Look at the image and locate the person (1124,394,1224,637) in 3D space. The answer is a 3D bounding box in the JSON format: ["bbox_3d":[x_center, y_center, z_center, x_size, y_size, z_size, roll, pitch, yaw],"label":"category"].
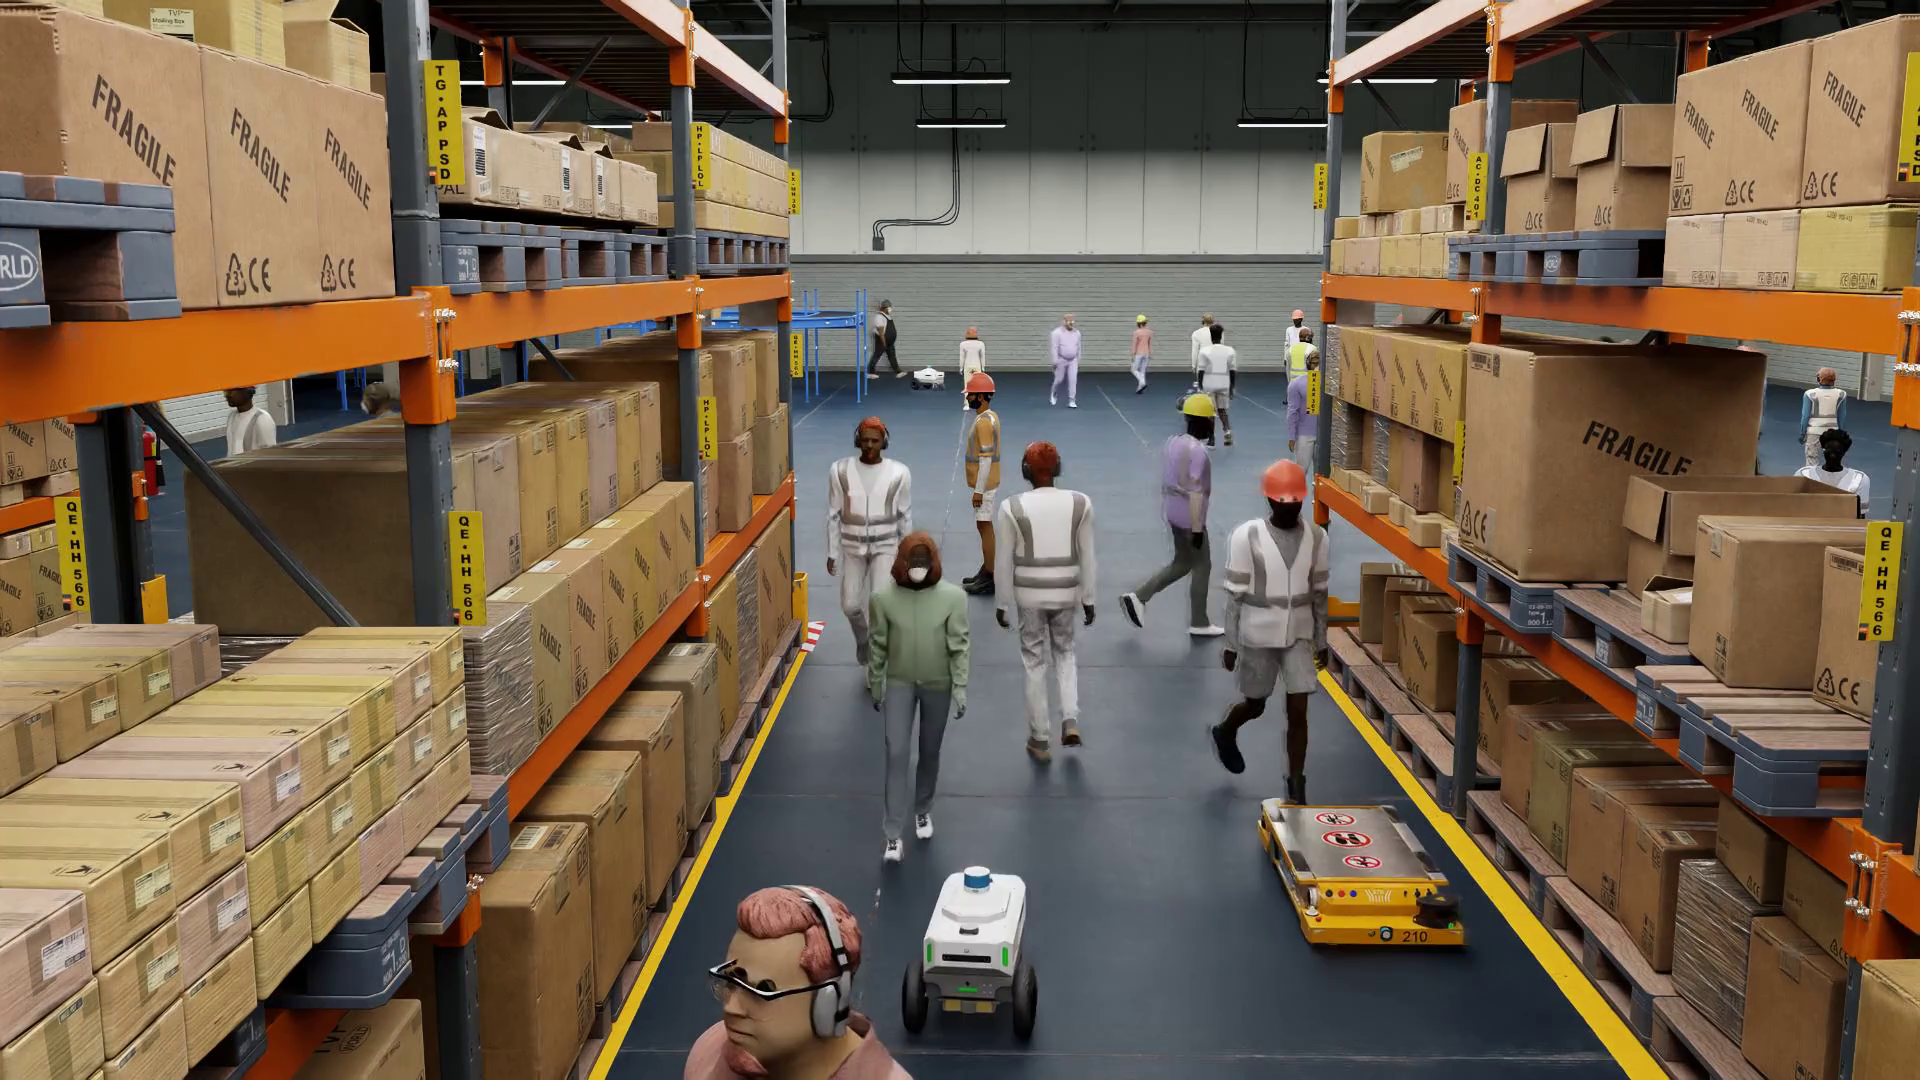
[{"bbox_3d":[1.698,-0.183,12.873,0.724,1.903,0.591,-2,10,-12],"label":"person"}]

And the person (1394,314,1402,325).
[{"bbox_3d":[8.045,-3.099,30.090,0.492,1.977,0.650,7,12,37],"label":"person"}]

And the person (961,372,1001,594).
[{"bbox_3d":[0.182,-0.508,14.697,0.355,1.938,0.545,0,9,3],"label":"person"}]

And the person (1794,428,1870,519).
[{"bbox_3d":[6.380,0.017,12.268,0.534,1.698,0.318,5,11,30],"label":"person"}]

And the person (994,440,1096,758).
[{"bbox_3d":[0.495,0.345,9.781,0.596,1.870,0.401,-2,10,-13],"label":"person"}]

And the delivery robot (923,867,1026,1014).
[{"bbox_3d":[0.066,1.523,6.510,0.477,0.478,0.707,1,10,7],"label":"delivery robot"}]

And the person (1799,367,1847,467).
[{"bbox_3d":[10.464,-1.276,20.189,0.519,1.640,0.307,1,10,5],"label":"person"}]

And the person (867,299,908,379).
[{"bbox_3d":[-1.872,-5.030,41.605,1.036,2.000,0.701,3,10,20],"label":"person"}]

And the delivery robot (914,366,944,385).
[{"bbox_3d":[-0.710,-3.757,38.138,0.707,0.478,0.477,8,13,40],"label":"delivery robot"}]

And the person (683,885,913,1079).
[{"bbox_3d":[-0.287,1.494,2.786,0.642,1.913,0.408,8,13,41],"label":"person"}]

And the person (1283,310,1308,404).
[{"bbox_3d":[6.903,-3.749,34.109,0.545,1.938,0.357,6,11,31],"label":"person"}]

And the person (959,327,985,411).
[{"bbox_3d":[0.236,-3.362,32.710,0.514,1.629,0.295,-1,10,-6],"label":"person"}]

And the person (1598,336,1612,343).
[{"bbox_3d":[10.696,-2.555,27.710,0.547,1.676,0.549,0,9,1],"label":"person"}]

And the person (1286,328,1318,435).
[{"bbox_3d":[5.620,-2.536,27.156,0.429,1.837,0.621,-8,13,-41],"label":"person"}]

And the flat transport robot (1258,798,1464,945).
[{"bbox_3d":[1.821,1.508,7.730,0.652,0.197,1.431,0,9,1],"label":"flat transport robot"}]

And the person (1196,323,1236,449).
[{"bbox_3d":[4.002,-2.393,25.936,0.608,1.954,0.484,-2,10,-10],"label":"person"}]

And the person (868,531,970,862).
[{"bbox_3d":[-0.203,0.758,8.138,0.502,1.593,0.804,0,9,-1],"label":"person"}]

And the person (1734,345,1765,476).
[{"bbox_3d":[9.620,-1.444,20.444,0.874,1.910,0.549,-7,12,-38],"label":"person"}]

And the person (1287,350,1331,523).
[{"bbox_3d":[3.942,-1.148,18.527,0.632,1.940,0.372,-2,10,-11],"label":"person"}]

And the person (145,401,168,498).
[{"bbox_3d":[-10.083,-1.425,20.487,0.587,1.835,0.470,3,10,20],"label":"person"}]

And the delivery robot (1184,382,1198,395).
[{"bbox_3d":[4.653,-2.996,32.802,0.335,0.223,0.698,6,12,34],"label":"delivery robot"}]

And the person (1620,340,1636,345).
[{"bbox_3d":[9.208,-1.841,22.964,0.327,1.842,0.517,8,13,41],"label":"person"}]

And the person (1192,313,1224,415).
[{"bbox_3d":[4.708,-3.339,31.651,0.627,1.940,0.371,0,9,-1],"label":"person"}]

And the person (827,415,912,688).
[{"bbox_3d":[-0.619,0.063,11.486,0.592,1.868,0.567,0,9,2],"label":"person"}]

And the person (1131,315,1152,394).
[{"bbox_3d":[4.001,-4.094,36.714,0.541,1.761,0.492,-6,11,-32],"label":"person"}]

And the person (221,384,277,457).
[{"bbox_3d":[-5.975,-0.437,13.955,0.615,2.040,0.391,7,12,37],"label":"person"}]

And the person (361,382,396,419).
[{"bbox_3d":[-4.898,-0.423,14.350,1.012,1.893,0.653,0,9,-2],"label":"person"}]

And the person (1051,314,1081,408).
[{"bbox_3d":[2.126,-3.617,33.496,0.655,1.883,0.797,-3,10,-18],"label":"person"}]

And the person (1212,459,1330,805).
[{"bbox_3d":[1.669,0.481,8.919,0.586,1.901,0.832,-2,10,-10],"label":"person"}]
